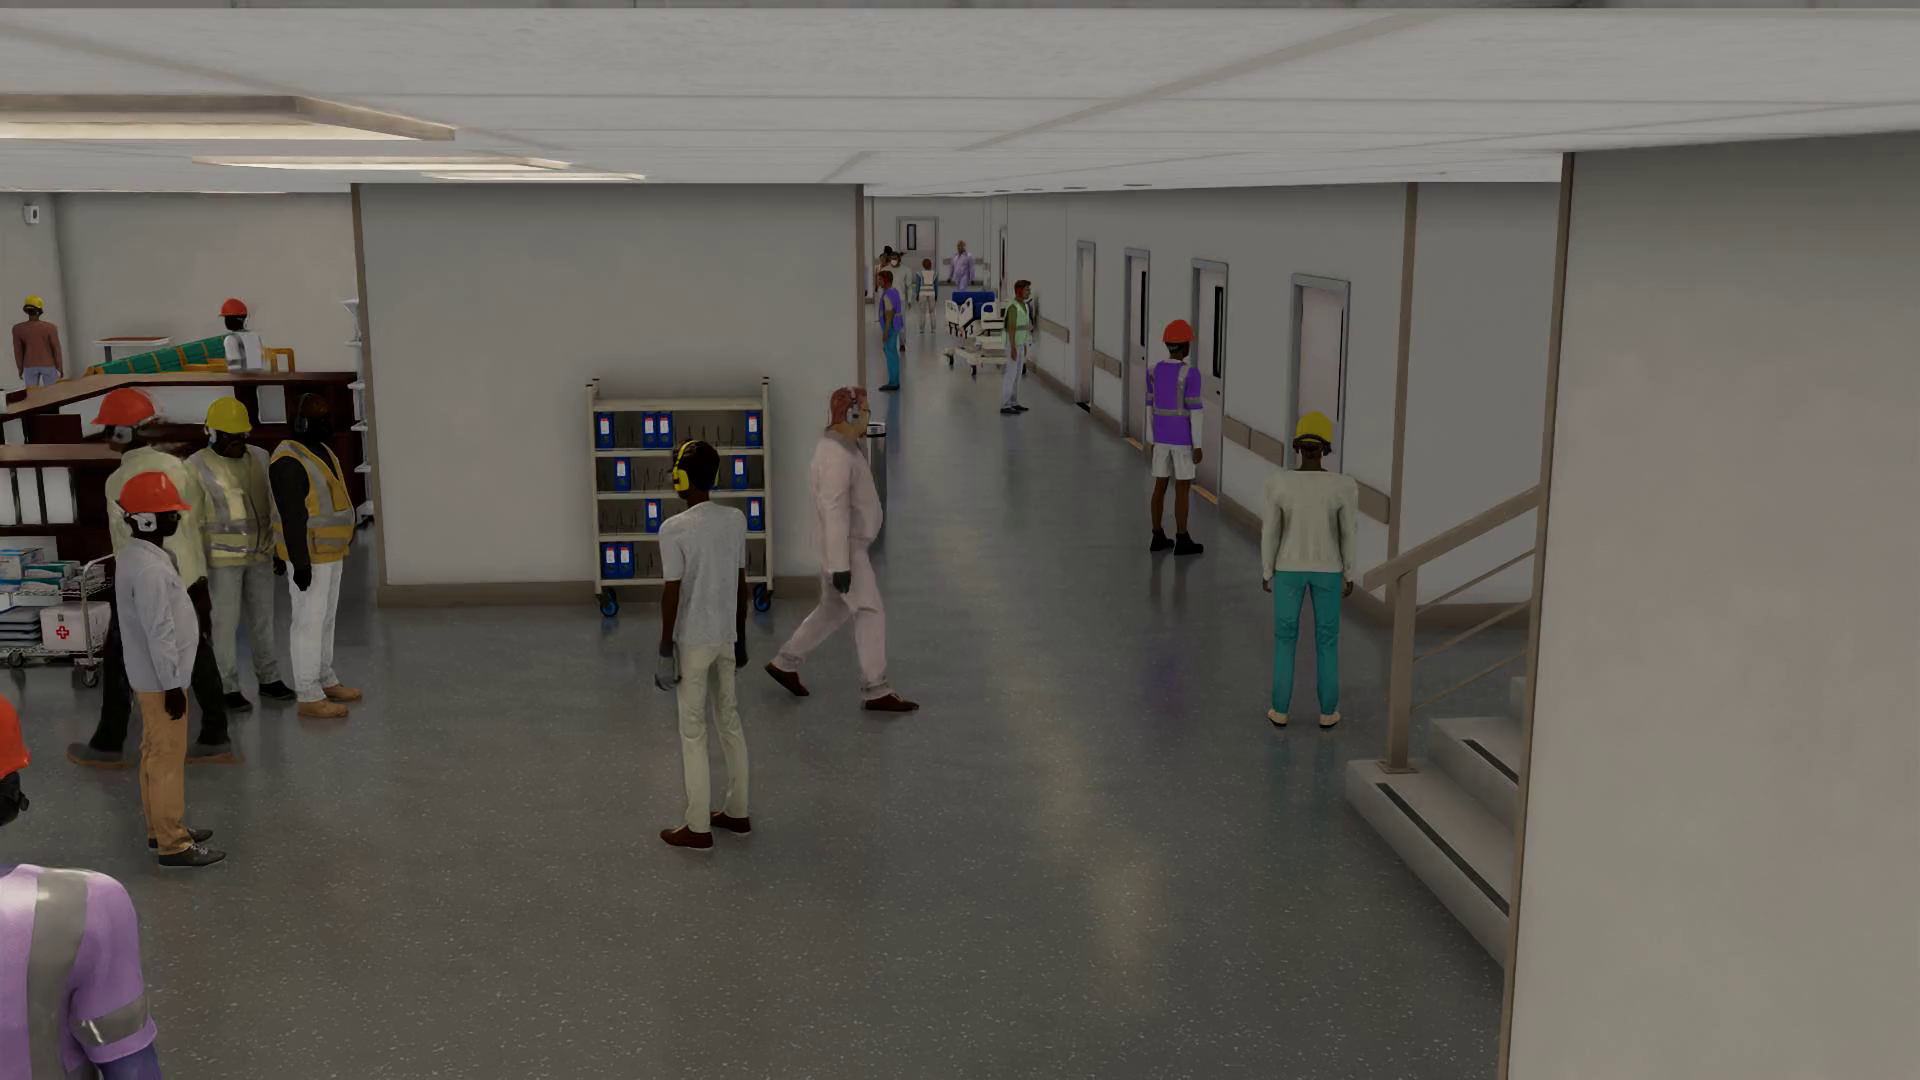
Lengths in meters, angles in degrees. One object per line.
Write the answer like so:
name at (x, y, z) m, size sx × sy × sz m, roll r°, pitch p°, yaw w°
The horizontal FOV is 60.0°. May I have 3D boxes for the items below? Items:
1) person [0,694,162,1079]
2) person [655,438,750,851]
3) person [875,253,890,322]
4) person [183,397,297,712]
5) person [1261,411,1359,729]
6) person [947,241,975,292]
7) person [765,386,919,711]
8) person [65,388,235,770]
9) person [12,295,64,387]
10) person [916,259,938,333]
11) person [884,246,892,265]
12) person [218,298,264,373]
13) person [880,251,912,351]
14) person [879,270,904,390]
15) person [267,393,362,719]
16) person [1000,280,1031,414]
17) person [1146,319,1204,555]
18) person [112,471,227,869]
person at (-1.862, 1.256, 3.220) m, size 0.614 × 2.041 × 0.393 m, roll -4°, pitch 12°, yaw -20°
person at (-1.162, 0.472, 7.507) m, size 0.324 × 1.861 × 0.511 m, roll 9°, pitch 15°, yaw 37°
person at (-1.818, -6.059, 39.949) m, size 0.514 × 1.643 × 0.307 m, roll 7°, pitch 13°, yaw 30°
person at (-4.141, 0.080, 9.533) m, size 0.403 × 1.818 × 0.601 m, roll 7°, pitch 13°, yaw 30°
person at (1.923, 0.172, 9.197) m, size 0.525 × 1.769 × 0.312 m, roll 2°, pitch 12°, yaw 10°
person at (-0.029, -6.635, 42.191) m, size 0.658 × 1.869 × 0.906 m, roll 11°, pitch 16°, yaw 43°
person at (-0.708, 0.053, 9.536) m, size 0.878 × 1.873 × 0.686 m, roll 0°, pitch 12°, yaw 1°
person at (-4.218, 0.206, 8.521) m, size 0.925 × 1.960 × 0.608 m, roll 2°, pitch 12°, yaw 9°
person at (-11.219, -2.097, 20.285) m, size 0.523 × 1.769 × 0.313 m, roll -3°, pitch 12°, yaw -14°
person at (-0.724, -5.378, 36.656) m, size 0.509 × 1.629 × 0.315 m, roll -4°, pitch 12°, yaw -18°
person at (-1.914, -7.007, 44.448) m, size 0.316 × 1.697 × 0.540 m, roll -1°, pitch 12°, yaw -6°
person at (-7.324, -1.500, 17.002) m, size 0.578 × 1.918 × 0.555 m, roll 3°, pitch 12°, yaw 16°
person at (-1.245, -4.632, 32.249) m, size 0.635 × 1.937 × 0.354 m, roll 2°, pitch 12°, yaw 8°
person at (-1.062, -3.223, 25.601) m, size 0.373 × 1.840 × 0.570 m, roll 2°, pitch 12°, yaw 9°
person at (-3.654, 0.082, 9.458) m, size 0.429 × 1.839 × 0.633 m, roll -1°, pitch 12°, yaw -4°
person at (0.772, -2.658, 22.887) m, size 0.404 × 1.832 × 0.578 m, roll 4°, pitch 12°, yaw 20°
person at (1.789, -0.838, 13.742) m, size 0.370 × 1.938 × 0.554 m, roll -11°, pitch 16°, yaw -44°
person at (-3.488, 0.565, 7.306) m, size 0.328 × 1.752 × 0.563 m, roll -7°, pitch 14°, yaw -32°
